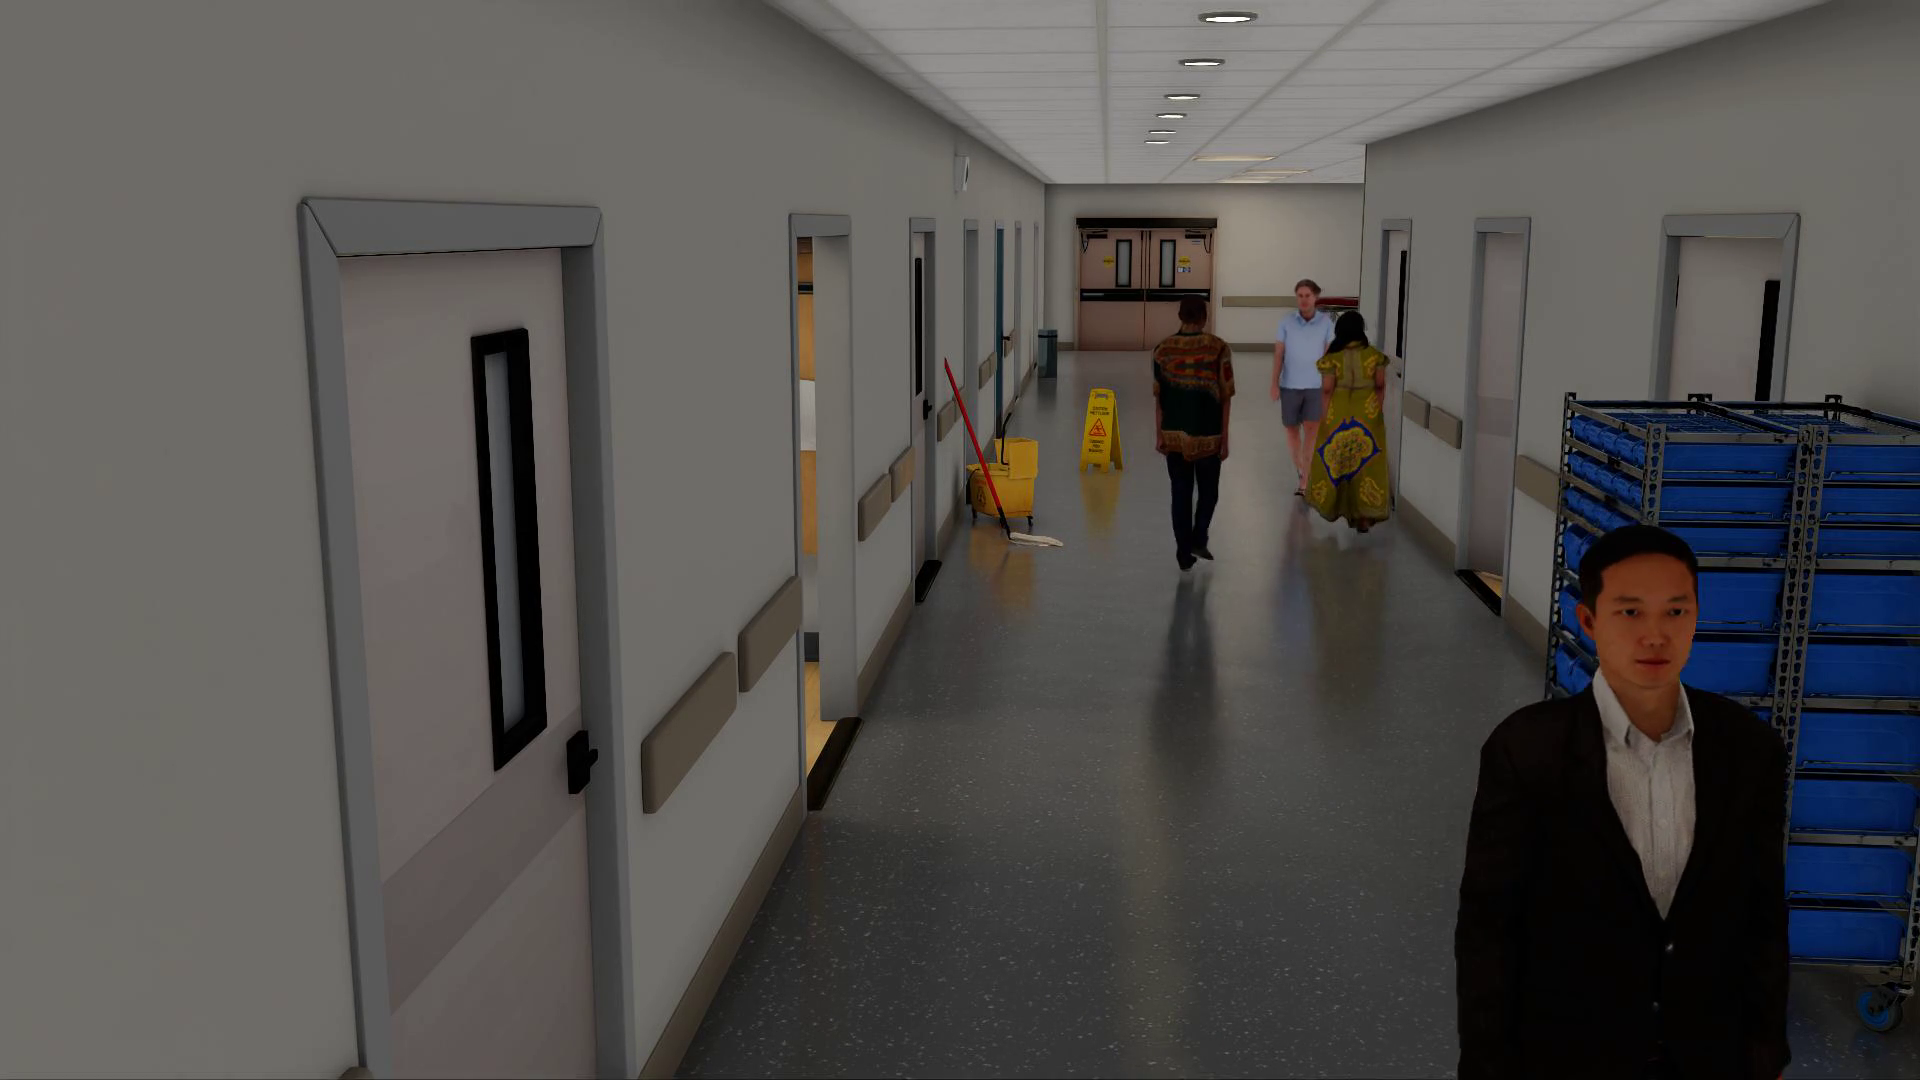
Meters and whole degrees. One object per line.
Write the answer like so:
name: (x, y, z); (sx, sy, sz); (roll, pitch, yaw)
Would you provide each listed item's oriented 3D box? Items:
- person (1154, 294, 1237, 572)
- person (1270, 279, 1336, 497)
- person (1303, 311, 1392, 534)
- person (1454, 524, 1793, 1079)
person: (1.496, -0.682, 10.808); (0.754, 1.800, 0.735); (3, 11, 16)
person: (2.923, -1.273, 14.044); (0.886, 1.796, 1.220); (4, 11, 18)
person: (2.882, -0.818, 12.152); (0.729, 1.608, 1.221); (1, 11, 6)
person: (1.107, 0.849, 2.859); (0.727, 1.796, 0.716); (0, 11, 1)
